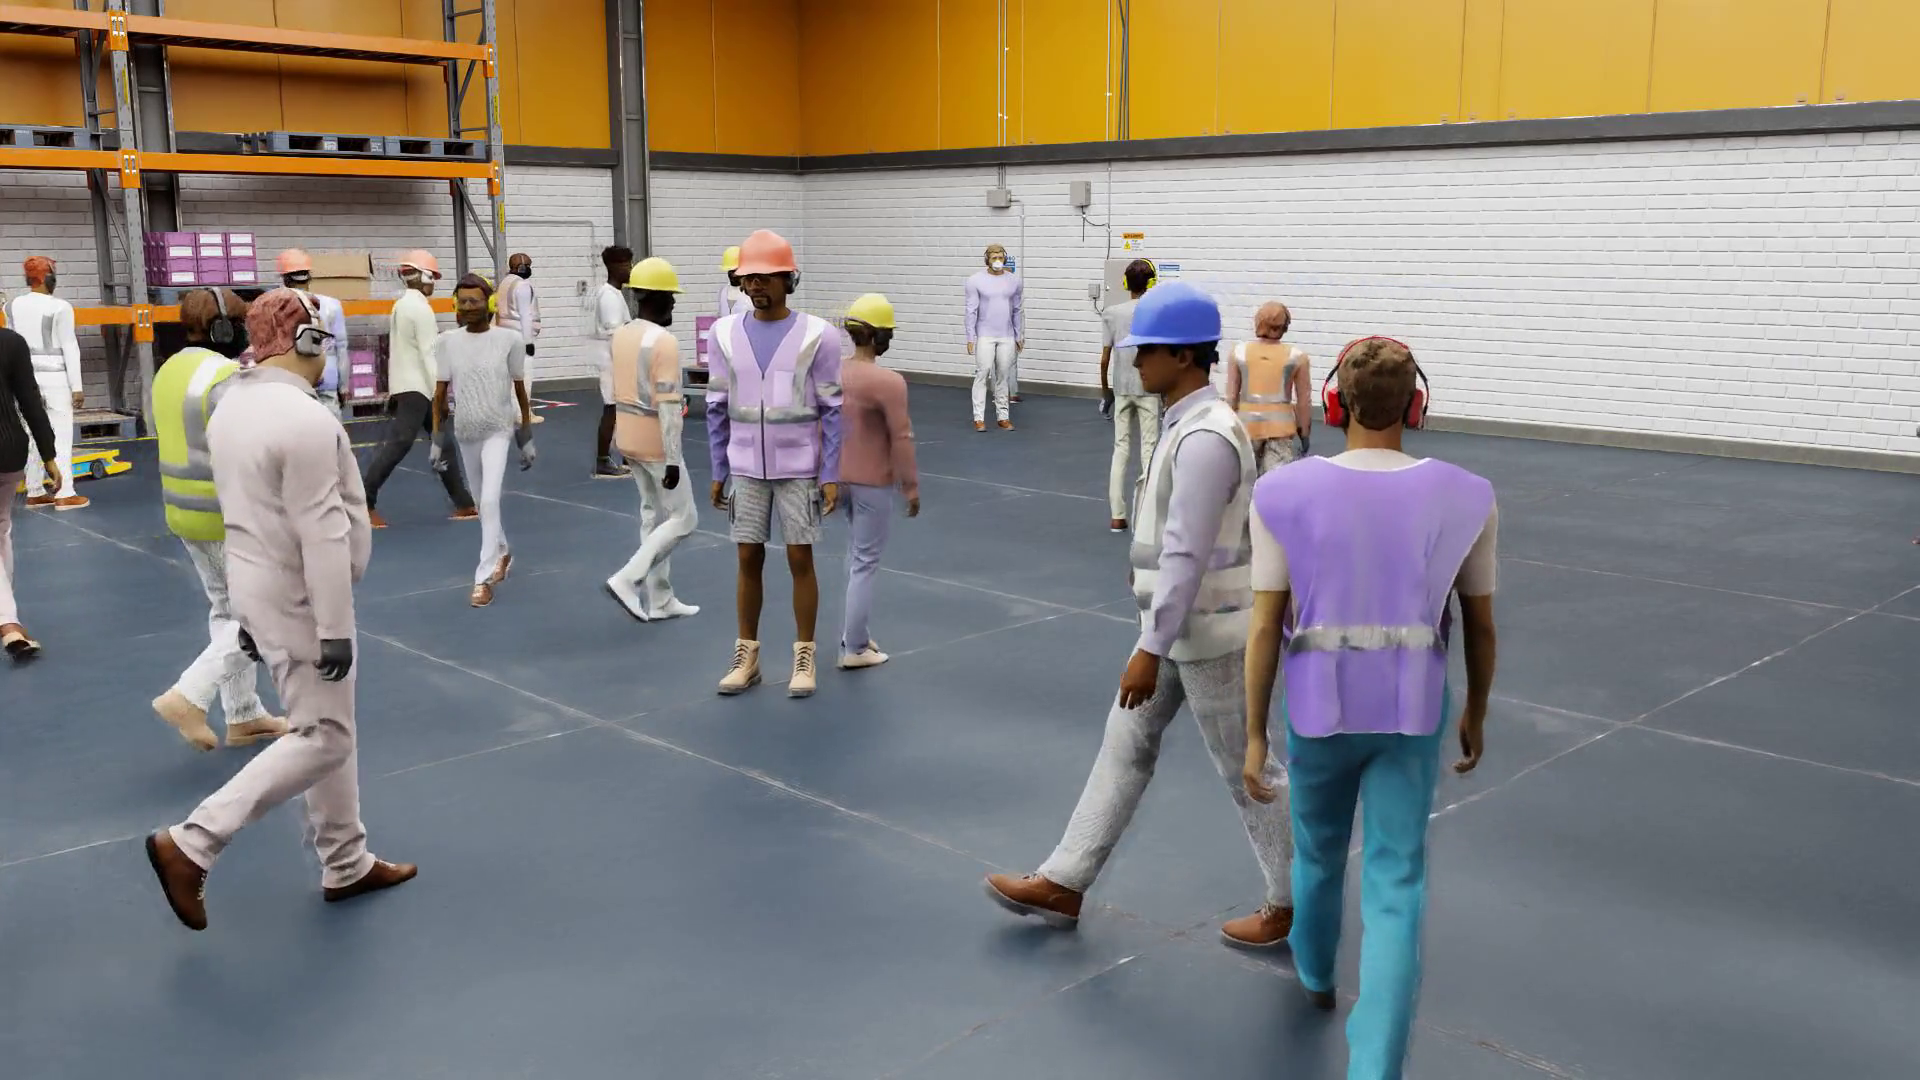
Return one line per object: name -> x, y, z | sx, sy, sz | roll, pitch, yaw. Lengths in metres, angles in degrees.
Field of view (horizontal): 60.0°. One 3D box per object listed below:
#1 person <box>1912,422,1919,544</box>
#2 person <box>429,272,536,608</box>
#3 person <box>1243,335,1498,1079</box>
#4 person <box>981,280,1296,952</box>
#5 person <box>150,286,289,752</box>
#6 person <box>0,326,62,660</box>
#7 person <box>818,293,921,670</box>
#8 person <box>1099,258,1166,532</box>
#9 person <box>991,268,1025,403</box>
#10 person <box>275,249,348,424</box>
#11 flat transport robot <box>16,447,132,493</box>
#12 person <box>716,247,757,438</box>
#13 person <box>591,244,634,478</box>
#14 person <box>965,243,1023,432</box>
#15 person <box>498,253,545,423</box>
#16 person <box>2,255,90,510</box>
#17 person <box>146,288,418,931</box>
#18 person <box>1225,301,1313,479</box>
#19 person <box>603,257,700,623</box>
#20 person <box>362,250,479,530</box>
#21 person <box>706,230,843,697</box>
person -> 6.479, -0.752, 10.795 | 0.391, 1.624, 0.509 | -1, 10, -5
person -> -2.693, -0.599, 9.408 | 0.540, 1.831, 0.964 | 0, 10, 1
person -> 0.965, 0.415, 3.968 | 0.583, 1.787, 0.979 | 2, 11, 9
person -> 0.593, 0.236, 4.650 | 0.999, 1.894, 0.620 | 0, 10, -1
person -> -2.882, -0.060, 6.430 | 0.632, 1.828, 0.524 | 10, 14, 42
person -> -4.720, -0.398, 8.022 | 0.972, 1.943, 0.672 | 9, 14, 40
person -> -0.407, -0.271, 7.788 | 0.555, 1.747, 0.489 | 10, 14, 43
person -> 1.203, -0.973, 11.320 | 0.532, 1.868, 0.310 | 5, 11, 24
person -> 0.550, -2.479, 20.173 | 0.507, 1.631, 0.276 | 4, 11, 20
person -> -4.711, -1.120, 12.008 | 0.572, 1.919, 0.380 | -6, 12, -31
flat transport robot -> -7.525, -0.582, 13.549 | 0.652, 0.197, 1.431 | 2, 11, 11
person -> -2.008, -1.706, 15.183 | 0.585, 1.918, 0.378 | 6, 12, 31
person -> -2.774, -1.477, 13.846 | 0.658, 1.942, 0.637 | -2, 11, -10
person -> 0.356, -2.085, 17.191 | 0.635, 1.937, 0.352 | -4, 11, -19
person -> -4.749, -2.180, 17.992 | 0.429, 1.837, 0.629 | -7, 12, -33
person -> -6.762, -1.157, 12.314 | 0.575, 1.875, 0.339 | 2, 11, 13
person -> -2.028, 0.205, 4.879 | 0.731, 1.871, 0.648 | -9, 14, -40
person -> 1.882, -0.641, 10.172 | 0.538, 1.623, 0.385 | 4, 11, 19
person -> -1.610, -0.494, 8.591 | 0.523, 1.910, 0.595 | -9, 14, -40
person -> -3.843, -1.049, 11.591 | 1.053, 1.933, 0.630 | -6, 12, -28
person -> -0.816, -0.318, 7.272 | 0.609, 2.043, 0.397 | 2, 11, 10
